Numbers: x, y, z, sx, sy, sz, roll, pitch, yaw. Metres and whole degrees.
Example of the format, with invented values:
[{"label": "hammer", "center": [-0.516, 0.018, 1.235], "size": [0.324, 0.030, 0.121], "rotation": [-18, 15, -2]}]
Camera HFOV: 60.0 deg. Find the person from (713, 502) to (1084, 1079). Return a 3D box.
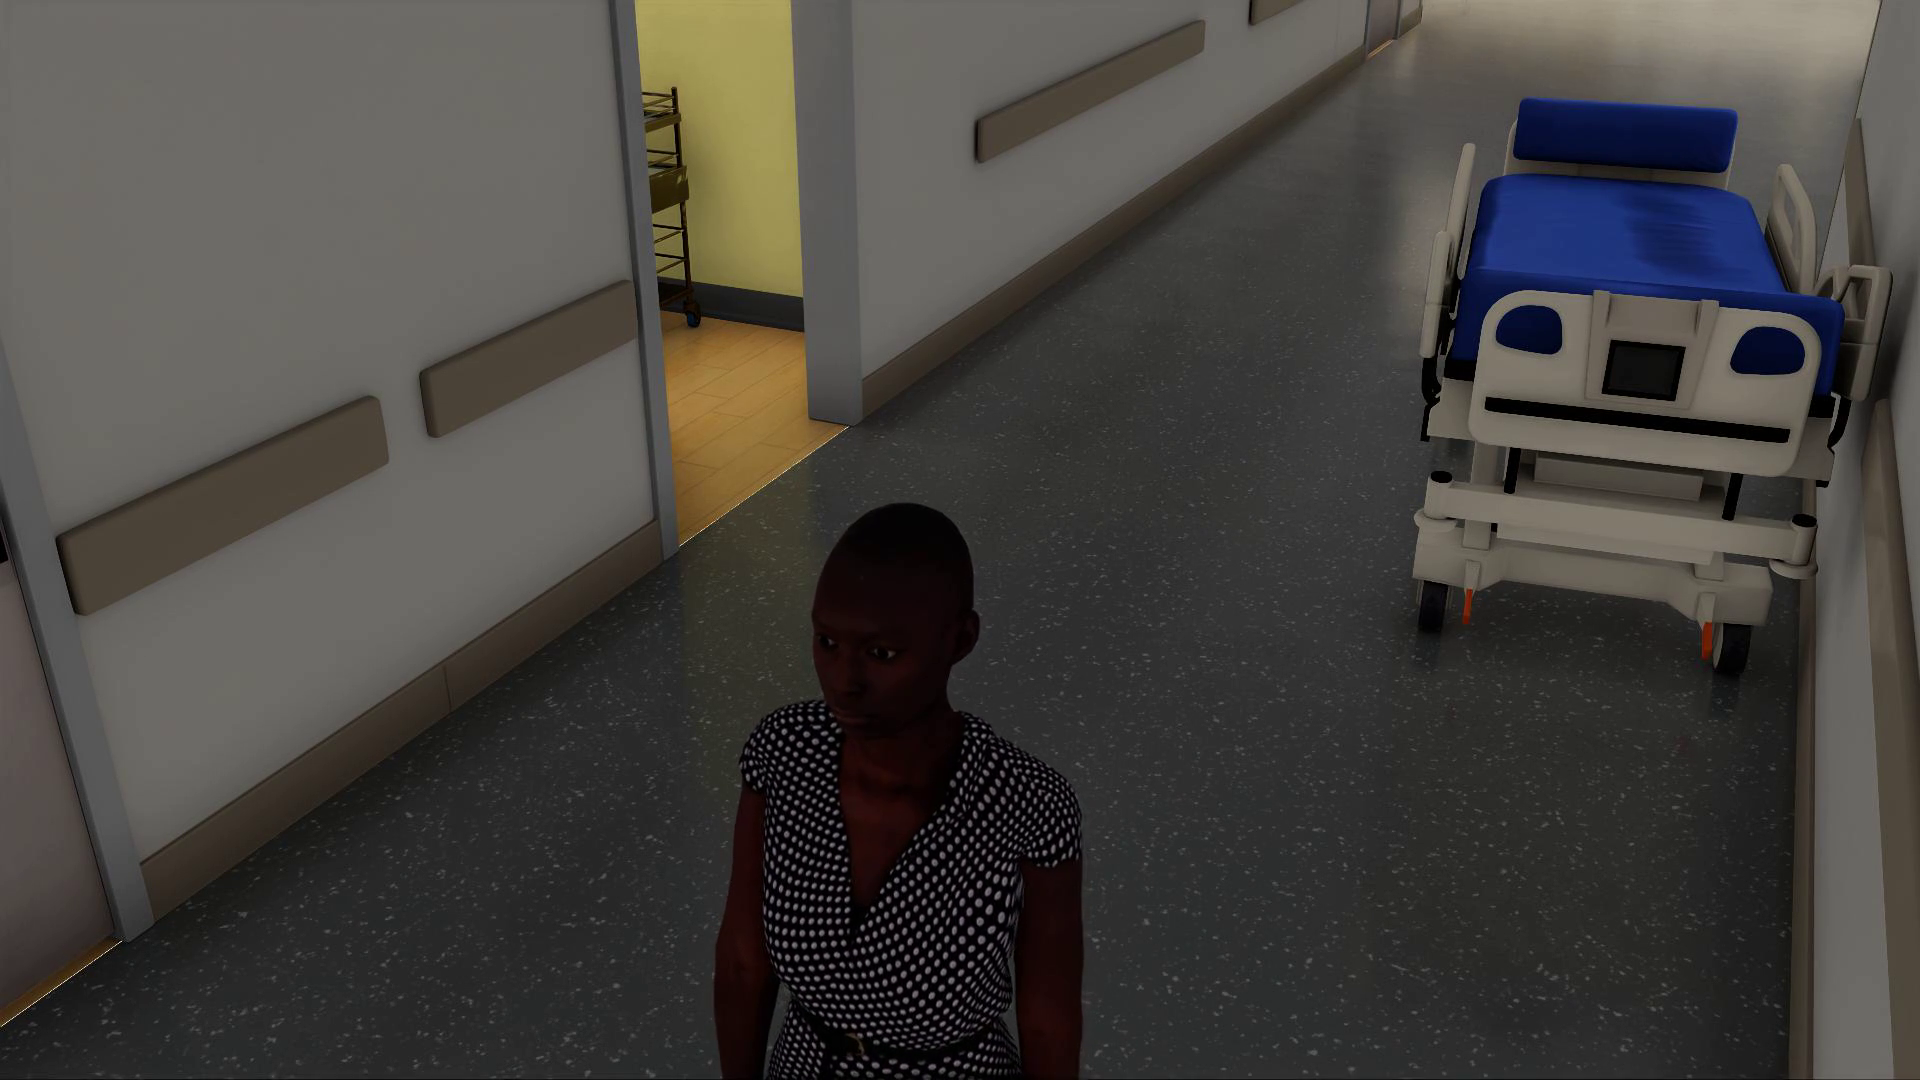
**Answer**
[{"label": "person", "center": [-0.070, 0.774, 2.071], "size": [0.484, 1.789, 0.684], "rotation": [8, 27, 17]}]
